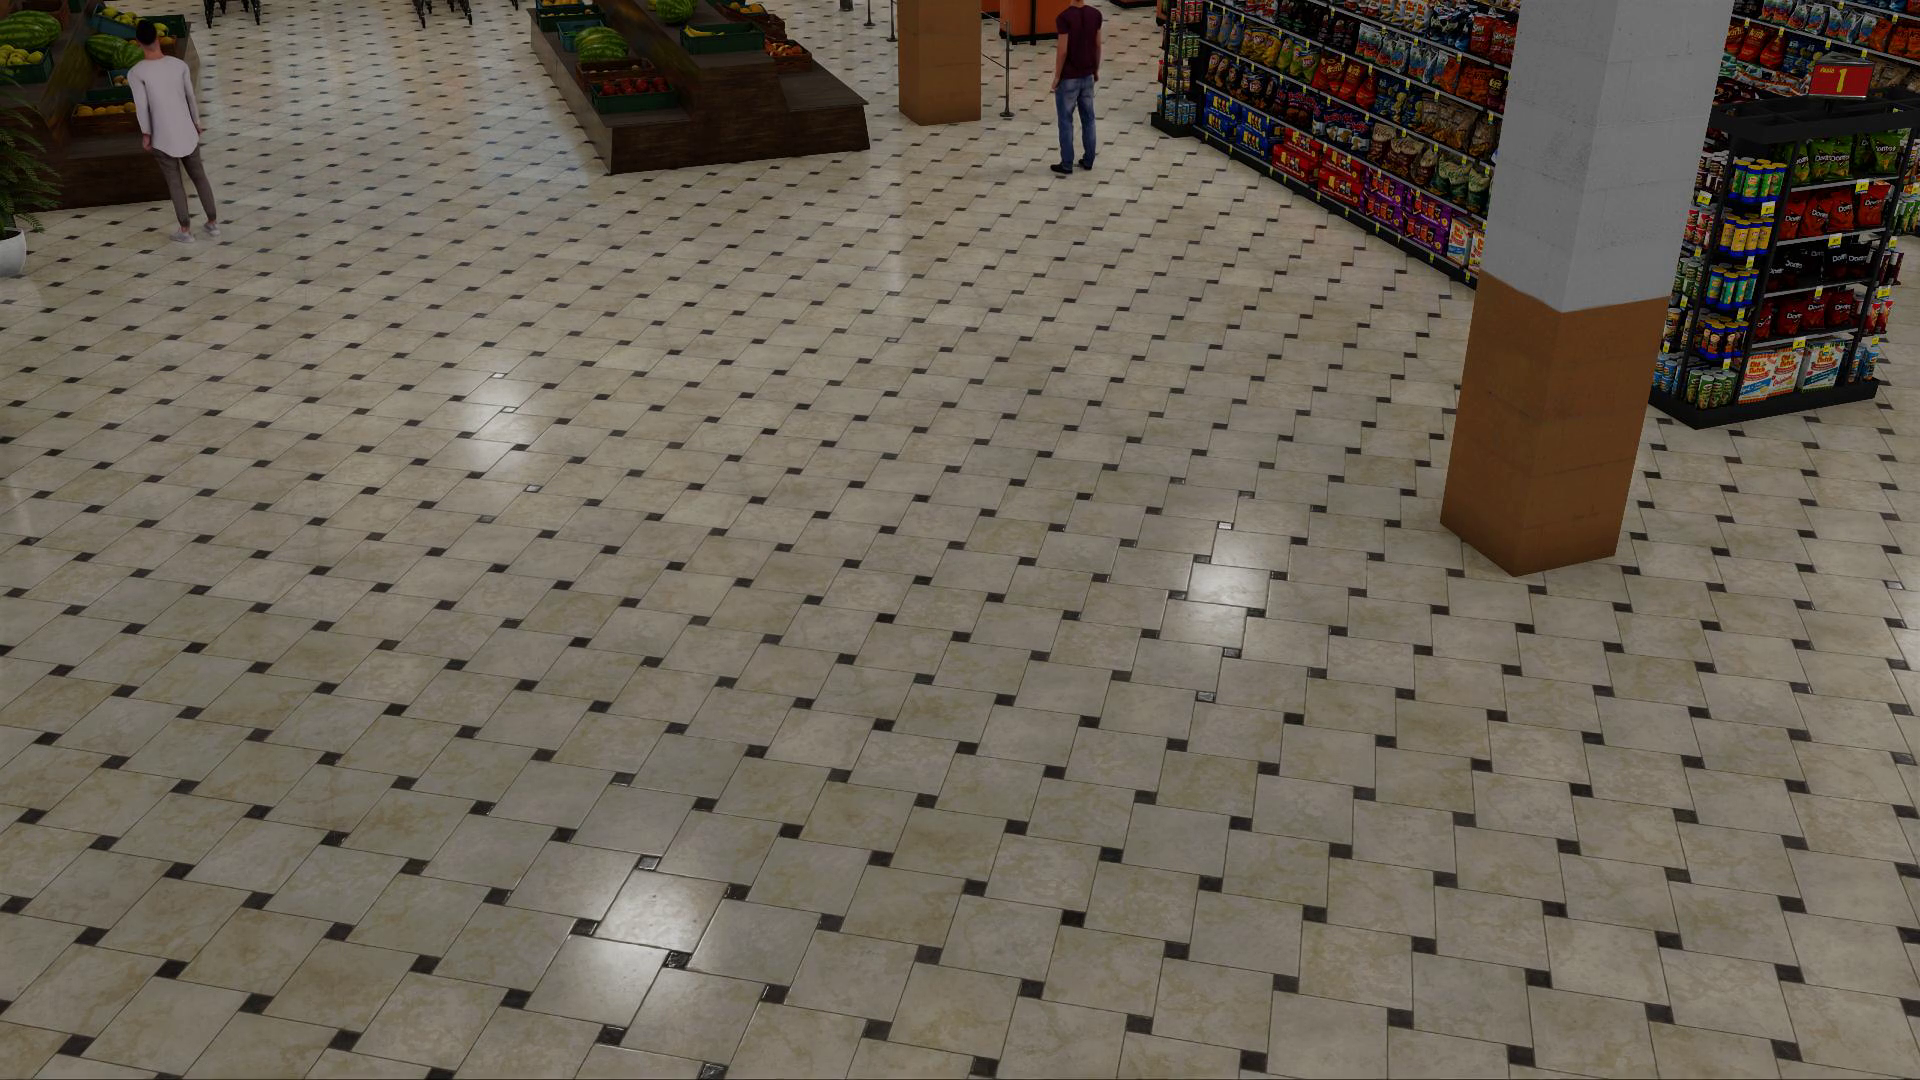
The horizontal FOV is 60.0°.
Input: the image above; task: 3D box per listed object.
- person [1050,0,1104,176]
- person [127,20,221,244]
[{"bbox_3d":[1.103,-4.405,15.726,0.692,1.855,0.600,-15,32,-25],"label":"person"},{"bbox_3d":[-6.598,-3.423,13.946,0.736,1.838,0.748,23,36,36],"label":"person"}]
